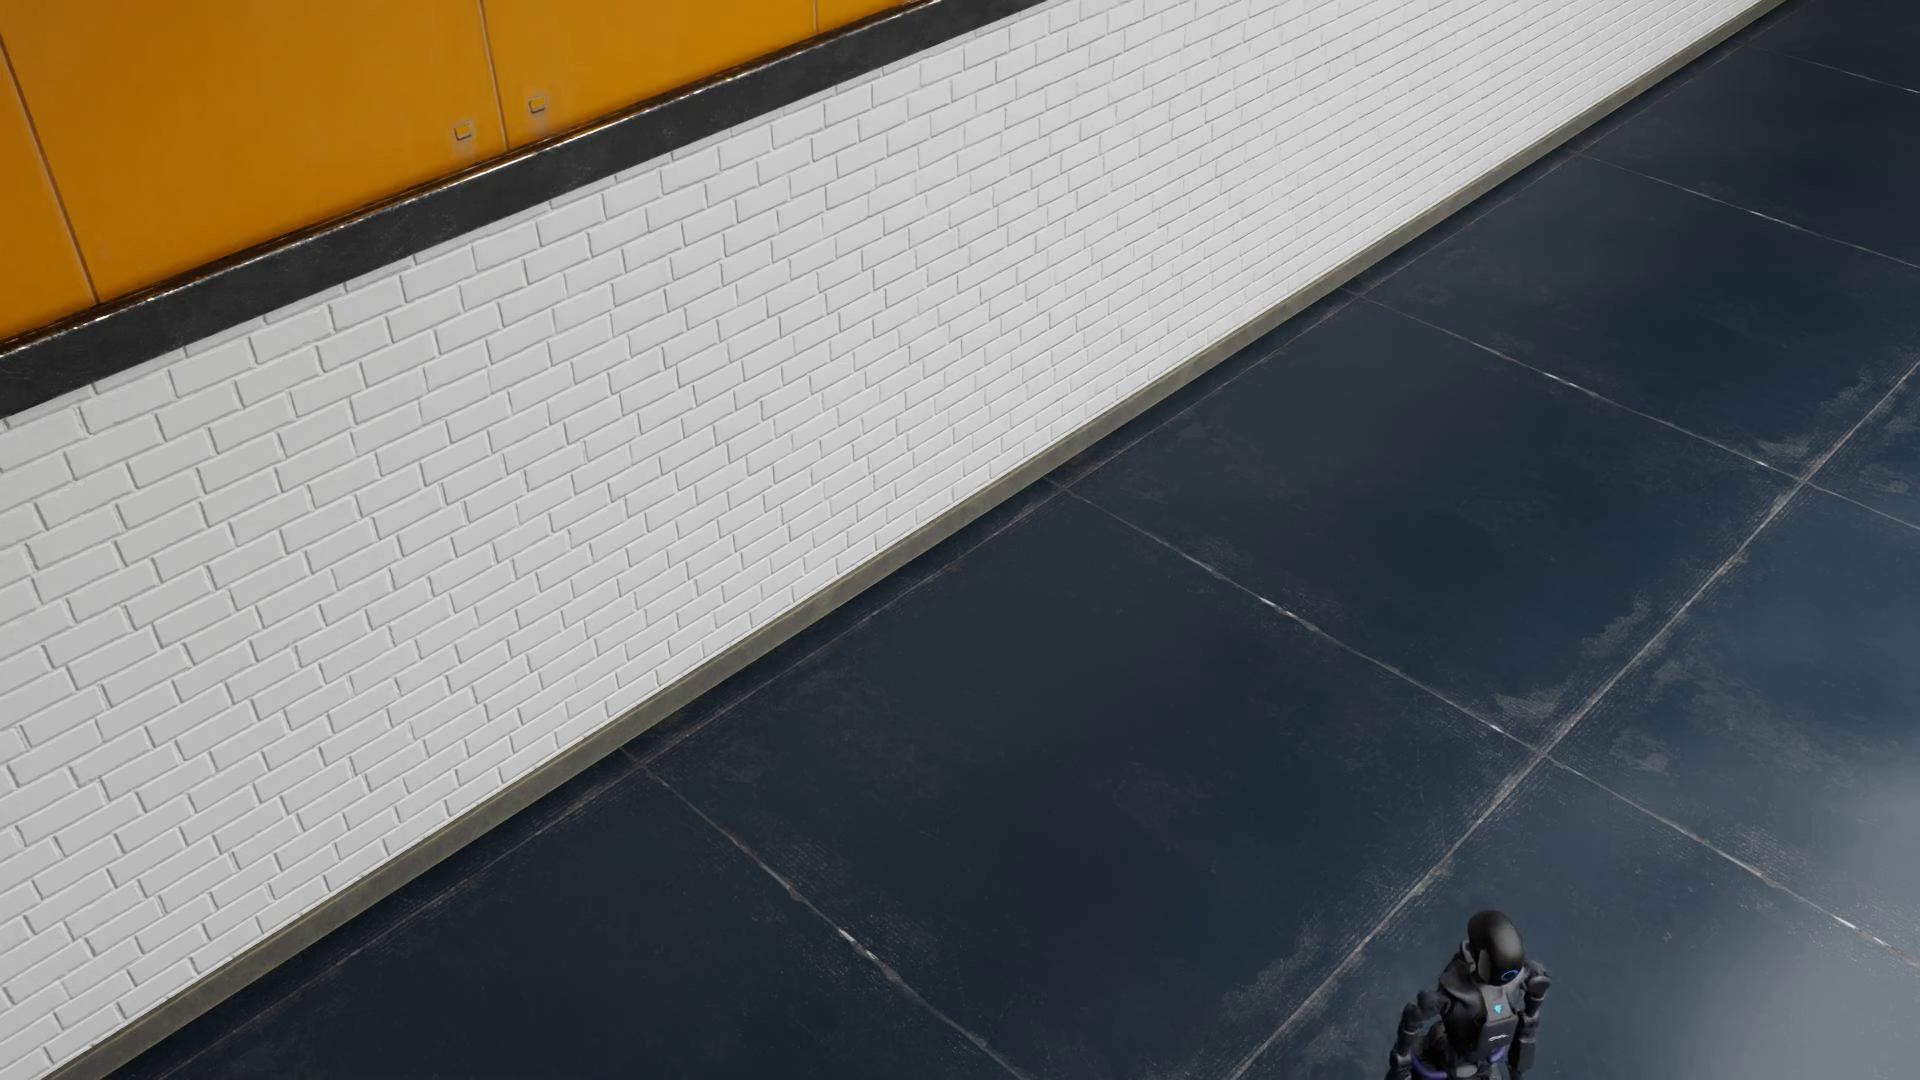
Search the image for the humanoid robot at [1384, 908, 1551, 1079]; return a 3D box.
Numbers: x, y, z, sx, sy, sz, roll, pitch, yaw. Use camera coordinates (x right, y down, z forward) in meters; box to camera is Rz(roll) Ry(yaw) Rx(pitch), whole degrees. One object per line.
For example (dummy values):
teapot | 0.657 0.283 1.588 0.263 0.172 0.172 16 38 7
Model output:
humanoid robot | 1.624 1.772 5.610 0.585 1.641 0.740 -12 40 -15
